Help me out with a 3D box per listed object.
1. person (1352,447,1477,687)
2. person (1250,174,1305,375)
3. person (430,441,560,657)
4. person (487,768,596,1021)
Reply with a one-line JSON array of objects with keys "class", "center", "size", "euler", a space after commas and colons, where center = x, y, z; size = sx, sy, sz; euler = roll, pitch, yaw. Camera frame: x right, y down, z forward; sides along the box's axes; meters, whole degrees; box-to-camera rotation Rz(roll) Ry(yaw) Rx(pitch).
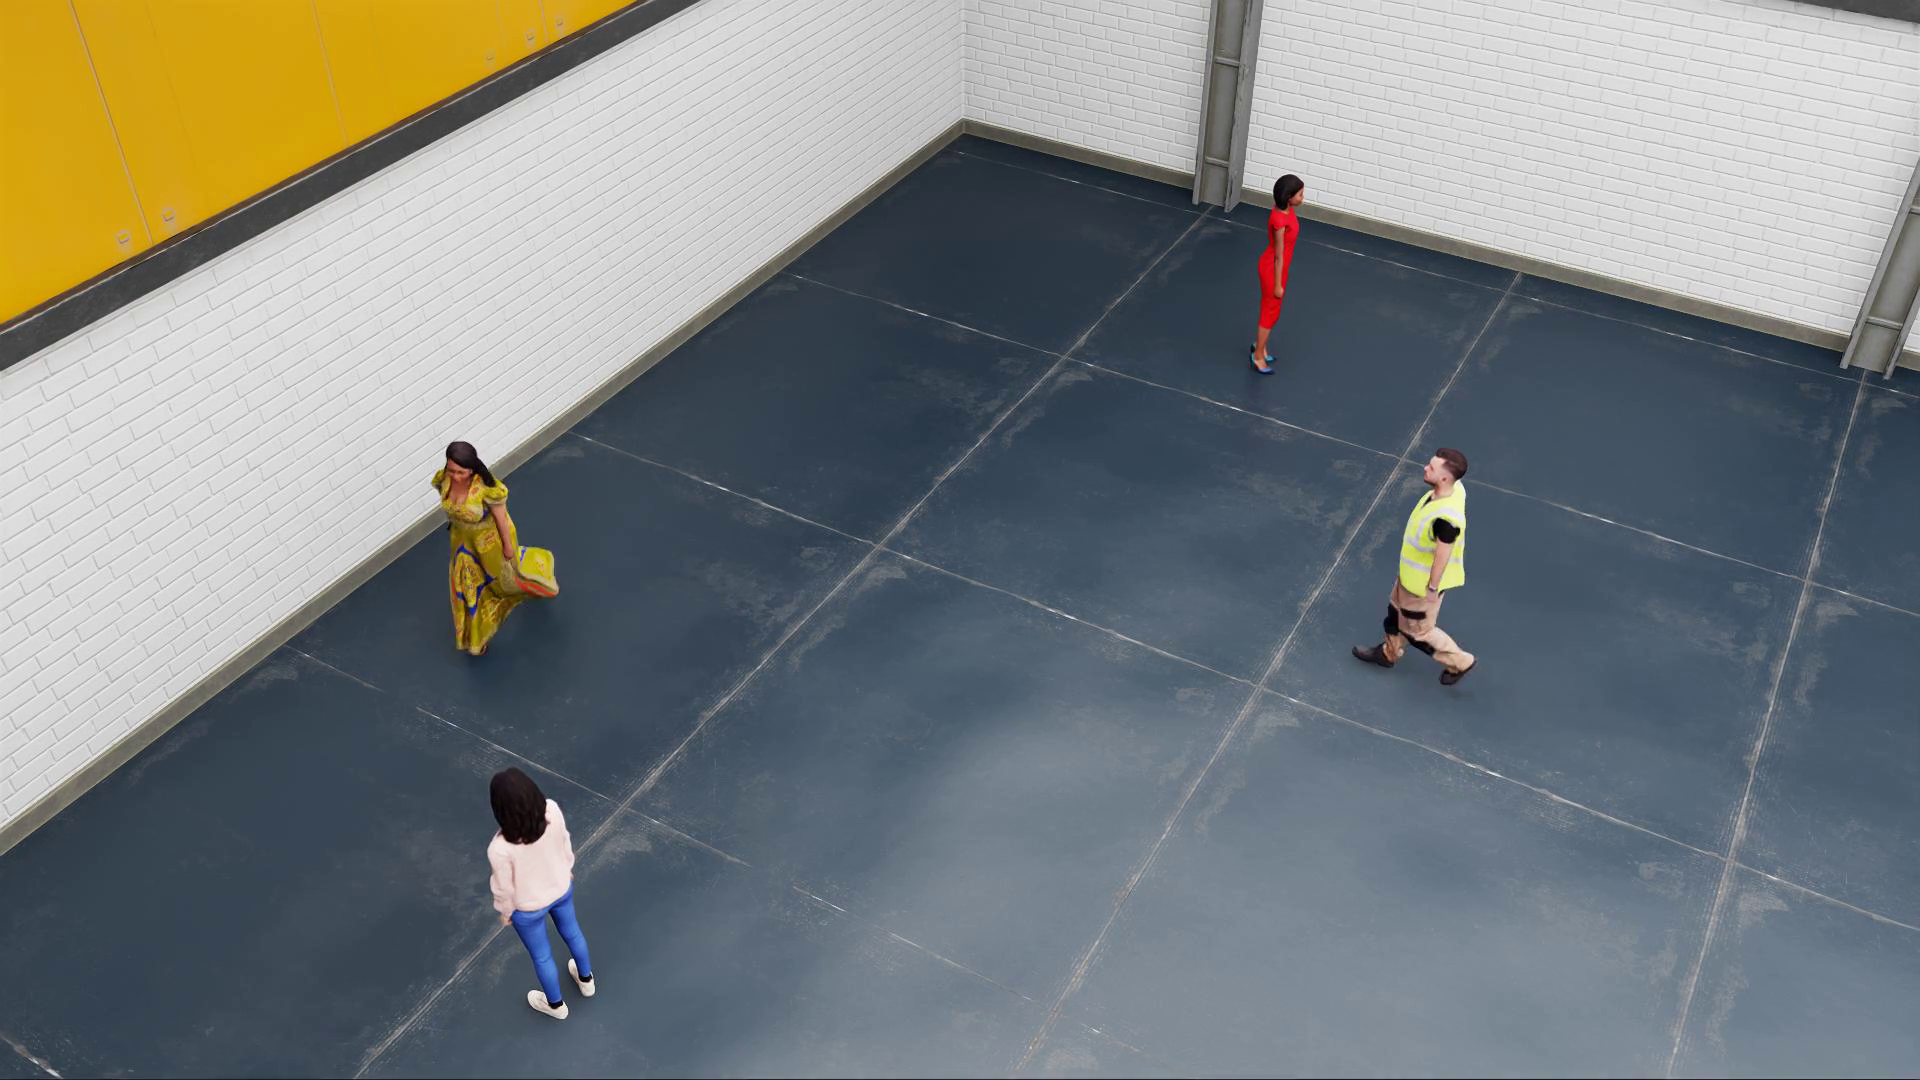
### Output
[{"class": "person", "center": [3.036, 0.197, 10.619], "size": [1.090, 1.827, 0.848], "euler": [11, 40, 13]}, {"class": "person", "center": [2.577, -2.186, 13.673], "size": [0.572, 1.741, 0.619], "euler": [11, 40, 14]}, {"class": "person", "center": [-3.150, -0.049, 11.097], "size": [1.264, 1.616, 1.043], "euler": [11, 40, 13]}, {"class": "person", "center": [-2.171, 1.839, 8.610], "size": [0.624, 1.769, 0.692], "euler": [31, 48, 33]}]
